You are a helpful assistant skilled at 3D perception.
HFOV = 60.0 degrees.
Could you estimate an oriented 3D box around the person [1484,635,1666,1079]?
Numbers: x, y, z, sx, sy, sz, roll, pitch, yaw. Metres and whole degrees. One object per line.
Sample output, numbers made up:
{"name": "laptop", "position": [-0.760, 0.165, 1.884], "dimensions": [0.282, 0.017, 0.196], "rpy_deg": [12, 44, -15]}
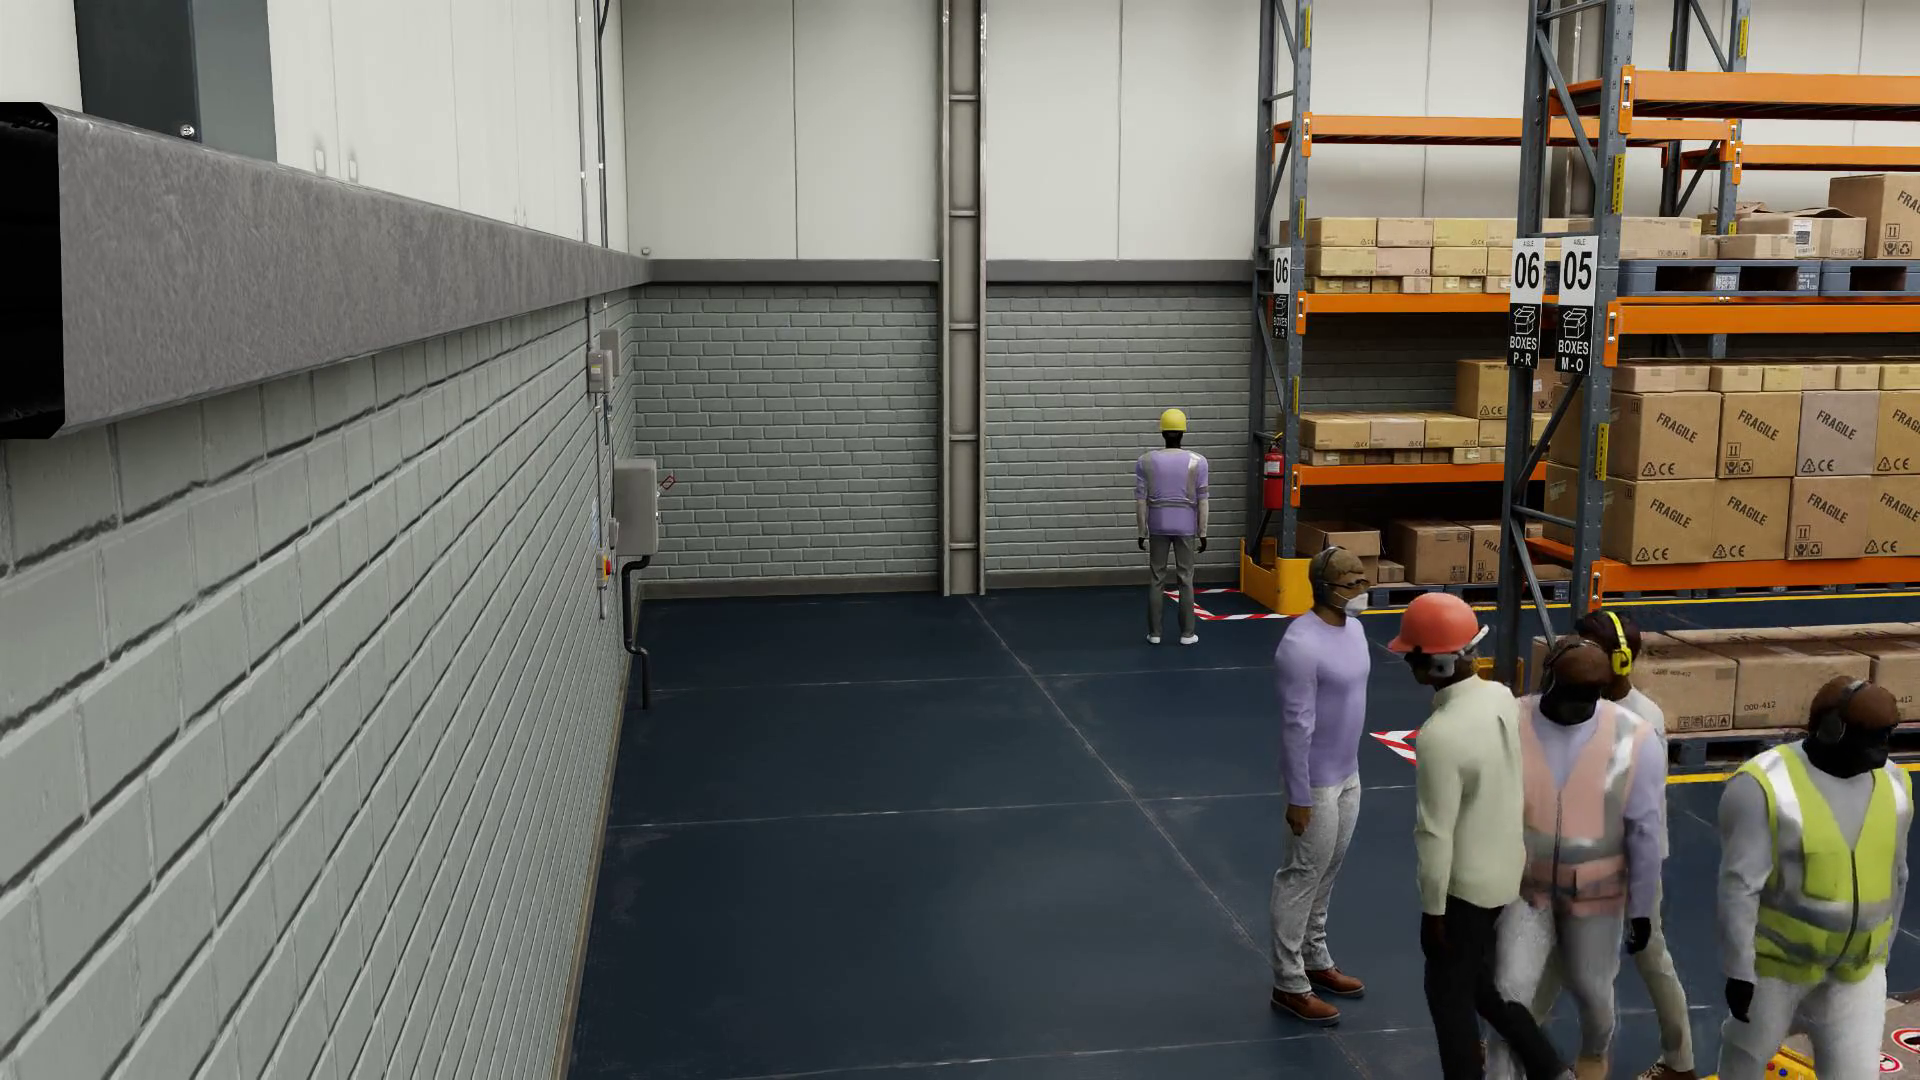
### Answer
{"name": "person", "position": [2.131, 1.195, 5.858], "dimensions": [0.626, 1.807, 0.813], "rpy_deg": [4, 10, 24]}

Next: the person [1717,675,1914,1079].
{"name": "person", "position": [2.666, 1.316, 5.146], "dimensions": [0.651, 1.791, 0.888], "rpy_deg": [0, 9, -1]}

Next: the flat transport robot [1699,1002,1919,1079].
{"name": "flat transport robot", "position": [3.453, 1.931, 6.026], "dimensions": [1.431, 0.197, 0.652], "rpy_deg": [-4, 10, -25]}

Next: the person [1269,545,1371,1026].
{"name": "person", "position": [1.478, 0.976, 6.789], "dimensions": [0.354, 1.937, 0.635], "rpy_deg": [6, 11, 33]}

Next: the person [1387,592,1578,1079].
{"name": "person", "position": [1.751, 1.149, 5.655], "dimensions": [0.643, 1.963, 0.632], "rpy_deg": [7, 12, 38]}

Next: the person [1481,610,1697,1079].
{"name": "person", "position": [2.291, 1.162, 6.026], "dimensions": [0.946, 1.815, 0.517], "rpy_deg": [-1, 9, -5]}

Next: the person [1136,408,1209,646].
{"name": "person", "position": [1.713, -0.098, 13.444], "dimensions": [0.588, 1.930, 0.359], "rpy_deg": [2, 9, 11]}
